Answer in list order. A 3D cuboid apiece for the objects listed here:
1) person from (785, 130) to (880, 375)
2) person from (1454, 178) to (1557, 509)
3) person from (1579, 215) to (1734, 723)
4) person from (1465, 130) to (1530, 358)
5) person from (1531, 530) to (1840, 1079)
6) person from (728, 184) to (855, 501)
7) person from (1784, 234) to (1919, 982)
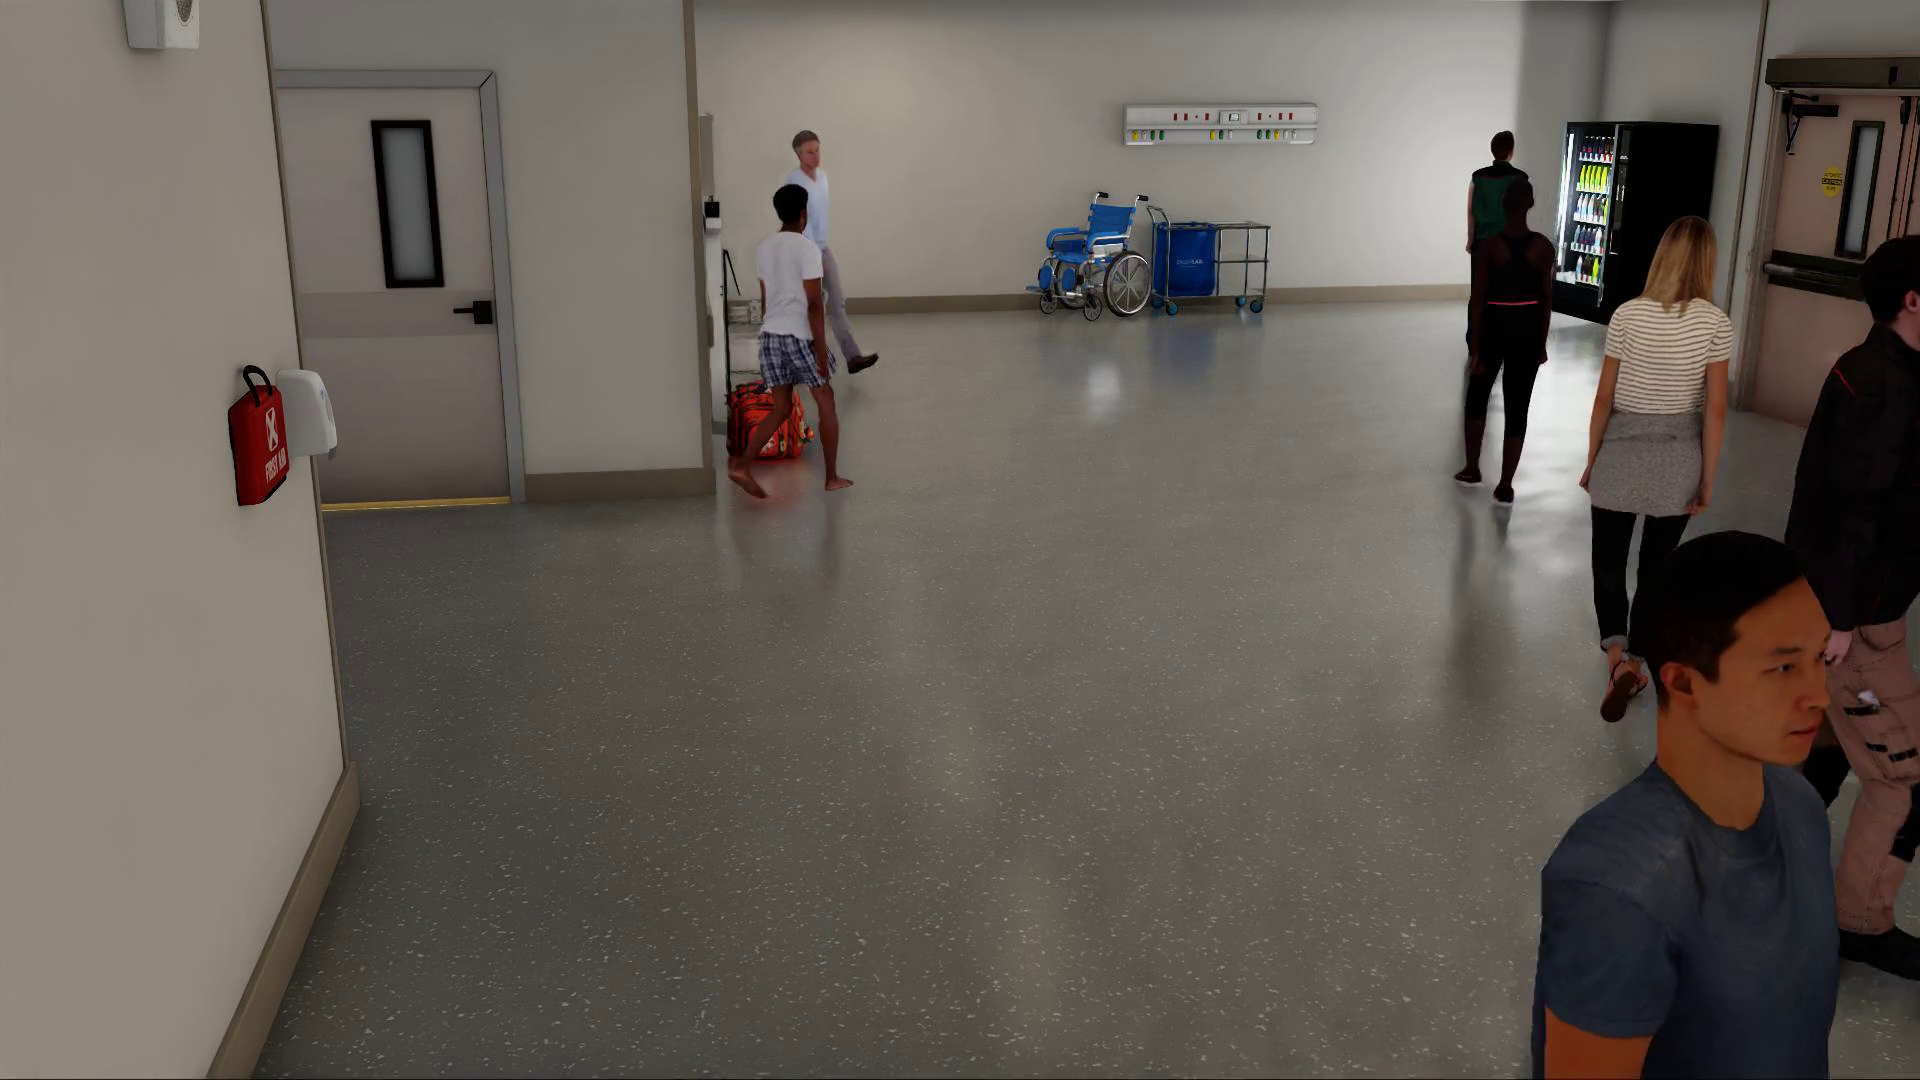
[{"bbox_3d":[-1.243,-2.155,12.741,1.228,1.833,1.237,8,17,25],"label":"person"},{"bbox_3d":[2.967,-1.032,8.932,0.774,1.739,0.922,3,16,11],"label":"person"},{"bbox_3d":[2.439,-0.211,5.894,0.941,1.807,1.137,6,17,20],"label":"person"},{"bbox_3d":[4.430,-2.443,13.738,0.738,1.843,0.798,11,19,33],"label":"person"},{"bbox_3d":[0.830,0.853,2.141,0.878,1.796,1.008,-11,19,-35],"label":"person"},{"bbox_3d":[-0.982,-1.038,9.054,1.102,1.685,1.121,15,22,43],"label":"person"},{"bbox_3d":[2.221,0.179,4.316,0.969,1.913,0.911,6,17,22],"label":"person"}]
